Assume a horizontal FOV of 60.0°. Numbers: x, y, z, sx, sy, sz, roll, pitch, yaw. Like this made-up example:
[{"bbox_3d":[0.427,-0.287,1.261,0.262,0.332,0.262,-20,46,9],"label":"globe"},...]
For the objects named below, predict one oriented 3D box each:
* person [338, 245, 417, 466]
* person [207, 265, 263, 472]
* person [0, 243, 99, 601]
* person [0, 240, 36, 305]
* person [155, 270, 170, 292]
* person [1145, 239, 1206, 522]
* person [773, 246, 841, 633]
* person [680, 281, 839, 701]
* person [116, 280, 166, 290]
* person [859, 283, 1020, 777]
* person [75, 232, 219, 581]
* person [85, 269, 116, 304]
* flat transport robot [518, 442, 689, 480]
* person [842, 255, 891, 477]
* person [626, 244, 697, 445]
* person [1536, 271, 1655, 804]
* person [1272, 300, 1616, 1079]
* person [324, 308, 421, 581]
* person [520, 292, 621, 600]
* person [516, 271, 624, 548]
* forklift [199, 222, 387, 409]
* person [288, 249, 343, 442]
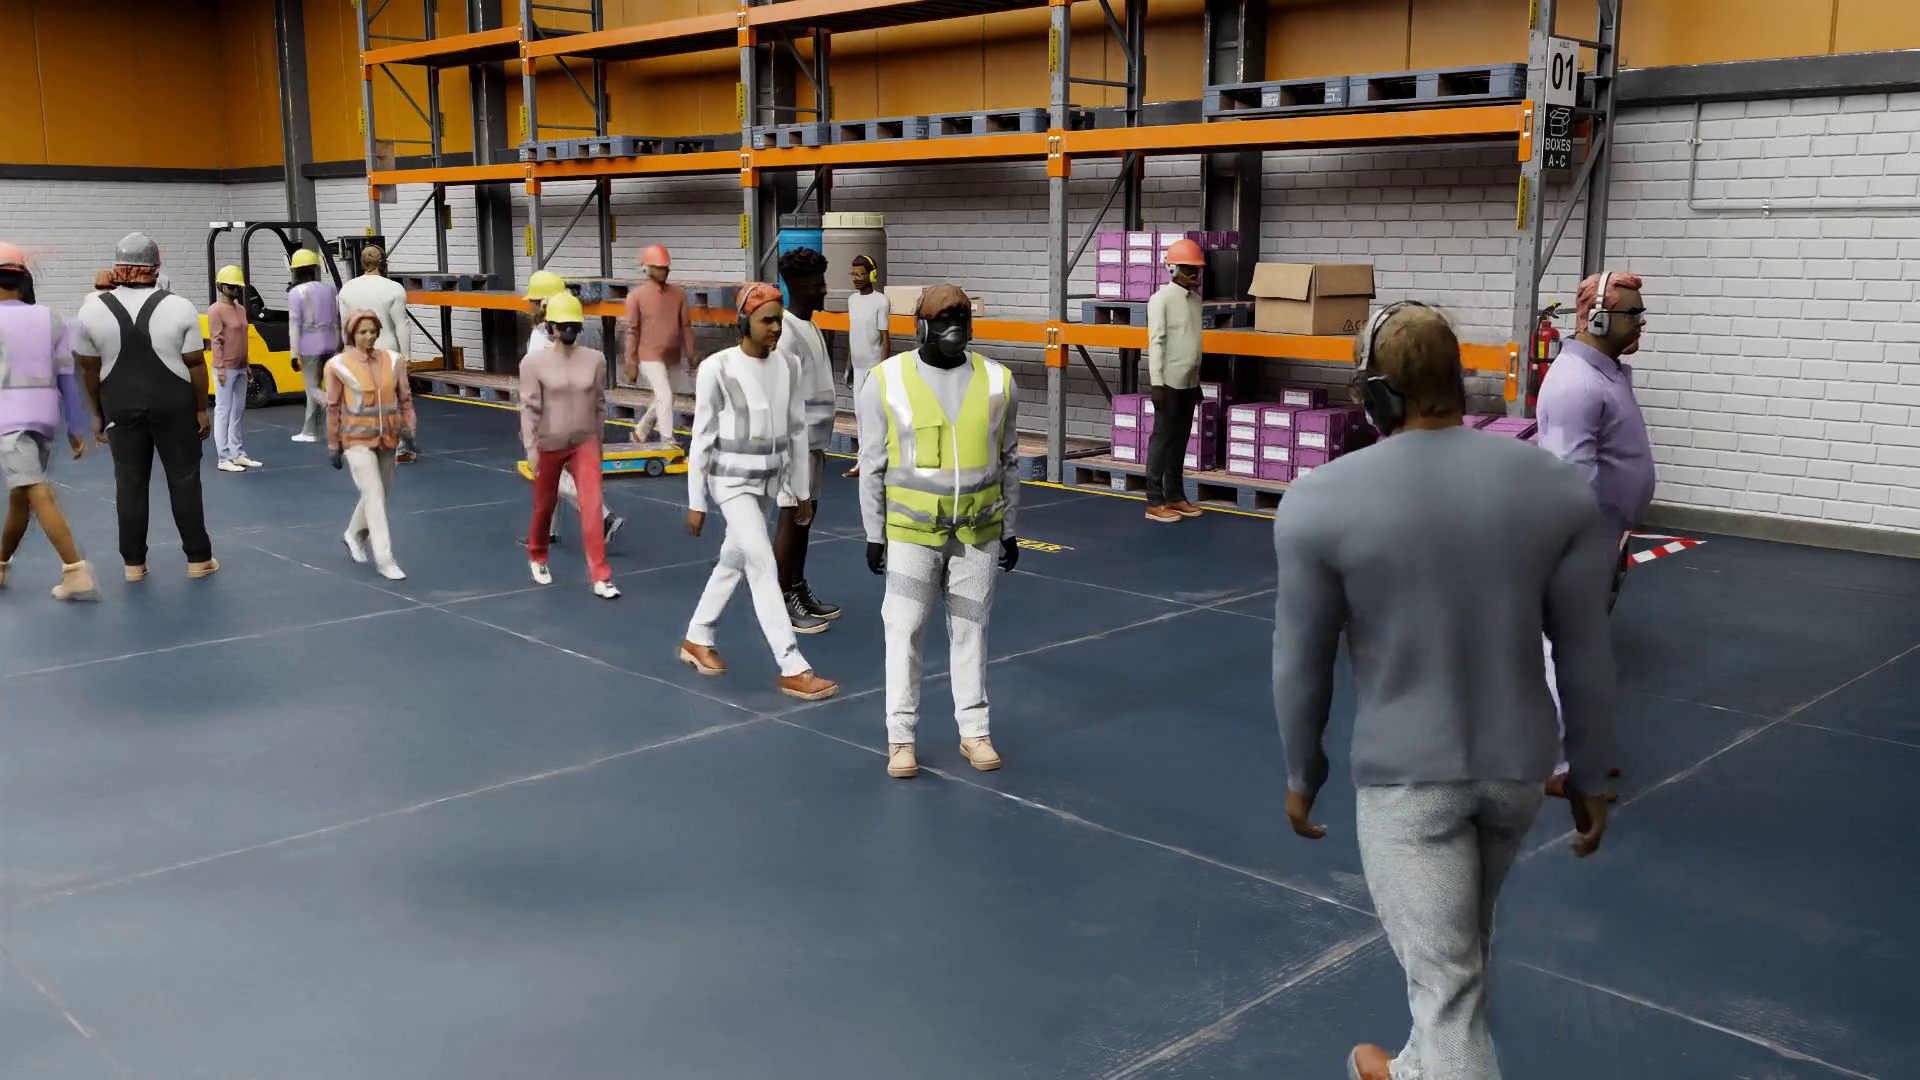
[{"bbox_3d":[-5.108,-1.616,14.632,0.636,1.939,0.364,2,11,10],"label":"person"},{"bbox_3d":[-6.270,-1.478,14.365,0.329,1.764,0.524,1,10,6],"label":"person"},{"bbox_3d":[-5.248,-0.644,9.244,1.065,1.977,0.628,5,11,25],"label":"person"},{"bbox_3d":[-10.964,-2.460,19.166,0.612,1.967,0.764,-5,12,-27],"label":"person"},{"bbox_3d":[-9.930,-2.643,20.350,0.443,1.902,0.600,9,14,40],"label":"person"},{"bbox_3d":[1.557,-1.133,11.847,0.396,1.992,0.623,8,13,37],"label":"person"},{"bbox_3d":[-0.814,-0.517,8.566,0.361,1.964,0.618,2,11,9],"label":"person"},{"bbox_3d":[-0.957,-0.235,7.435,0.987,1.831,0.584,7,13,35],"label":"person"},{"bbox_3d":[-9.155,-2.341,18.736,0.956,1.890,0.562,7,12,32],"label":"person"},{"bbox_3d":[-0.066,-0.032,6.258,0.627,1.845,0.429,-3,11,-15],"label":"person"},{"bbox_3d":[-4.766,-0.782,9.809,0.674,2.000,0.535,-3,11,-14],"label":"person"},{"bbox_3d":[-10.107,-2.412,19.826,0.523,1.613,0.556,-4,11,-19],"label":"person"},{"bbox_3d":[-2.973,-0.682,14.090,1.431,0.197,0.652,-4,11,-22],"label":"flat transport robot"},{"bbox_3d":[-0.780,-1.424,13.816,0.334,1.860,0.509,-10,14,-42],"label":"person"},{"bbox_3d":[-2.686,-1.626,14.669,0.957,1.957,0.603,9,14,42],"label":"person"},{"bbox_3d":[2.270,-0.007,5.987,0.402,1.901,0.647,5,12,26],"label":"person"},{"bbox_3d":[0.952,0.467,3.407,0.658,1.887,0.897,-1,10,-8],"label":"person"},{"bbox_3d":[-3.573,-0.597,9.989,0.827,1.601,0.501,9,14,40],"label":"person"},{"bbox_3d":[-2.248,-0.546,9.430,0.527,1.711,0.942,-6,12,-31],"label":"person"},{"bbox_3d":[-2.518,-0.804,10.598,0.733,1.808,0.595,2,11,10],"label":"person"},{"bbox_3d":[-8.169,-2.758,20.163,2.313,2.155,1.214,-10,14,-44],"label":"forklift"},{"bbox_3d":[-6.200,-1.860,16.086,0.819,1.900,0.591,4,11,19],"label":"person"}]
